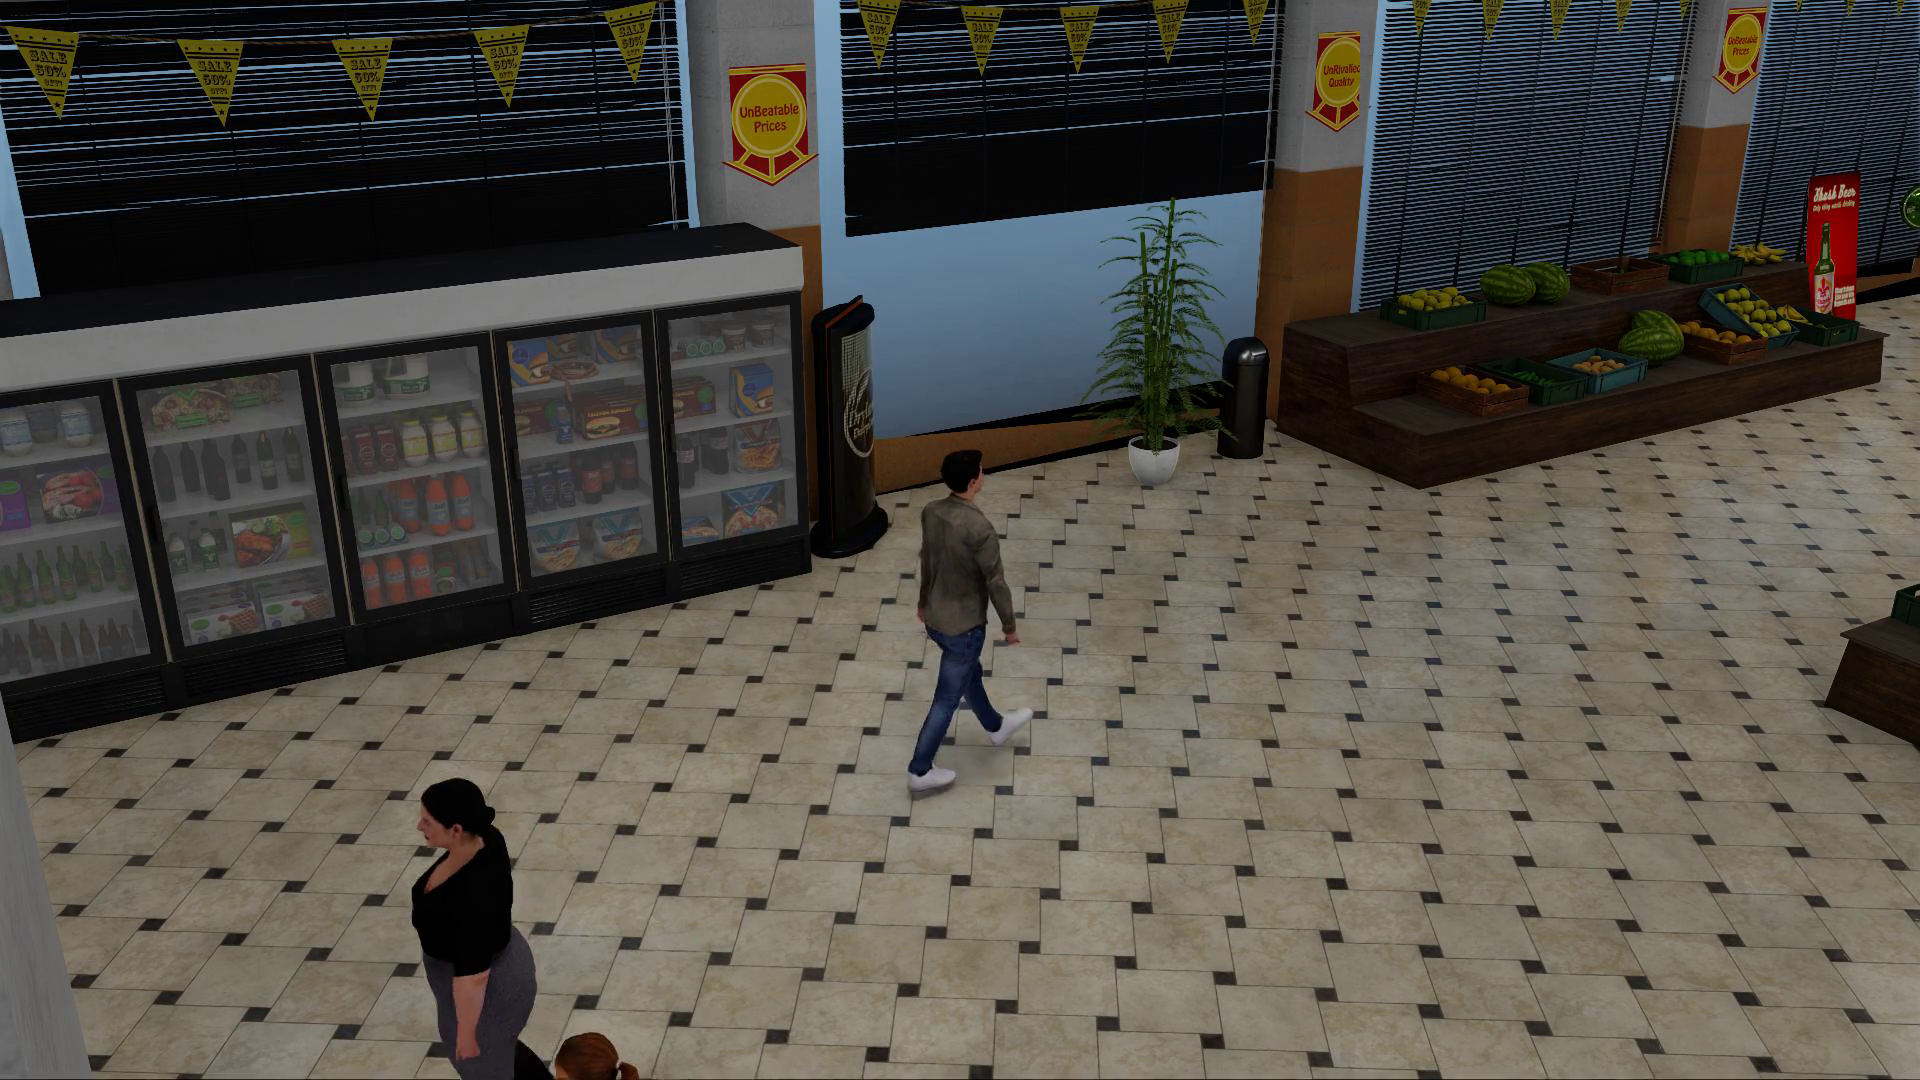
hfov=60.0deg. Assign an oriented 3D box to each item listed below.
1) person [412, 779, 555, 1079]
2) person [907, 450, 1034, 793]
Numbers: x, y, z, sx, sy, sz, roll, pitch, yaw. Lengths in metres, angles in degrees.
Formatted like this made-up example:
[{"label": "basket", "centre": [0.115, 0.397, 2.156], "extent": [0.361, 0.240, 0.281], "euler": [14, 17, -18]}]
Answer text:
[{"label": "person", "centre": [-1.590, 1.592, 5.886], "extent": [0.858, 1.744, 0.779], "euler": [-5, 23, -13]}, {"label": "person", "centre": [-0.082, 0.465, 8.596], "extent": [1.170, 1.814, 0.800], "euler": [-15, 27, -34]}]
